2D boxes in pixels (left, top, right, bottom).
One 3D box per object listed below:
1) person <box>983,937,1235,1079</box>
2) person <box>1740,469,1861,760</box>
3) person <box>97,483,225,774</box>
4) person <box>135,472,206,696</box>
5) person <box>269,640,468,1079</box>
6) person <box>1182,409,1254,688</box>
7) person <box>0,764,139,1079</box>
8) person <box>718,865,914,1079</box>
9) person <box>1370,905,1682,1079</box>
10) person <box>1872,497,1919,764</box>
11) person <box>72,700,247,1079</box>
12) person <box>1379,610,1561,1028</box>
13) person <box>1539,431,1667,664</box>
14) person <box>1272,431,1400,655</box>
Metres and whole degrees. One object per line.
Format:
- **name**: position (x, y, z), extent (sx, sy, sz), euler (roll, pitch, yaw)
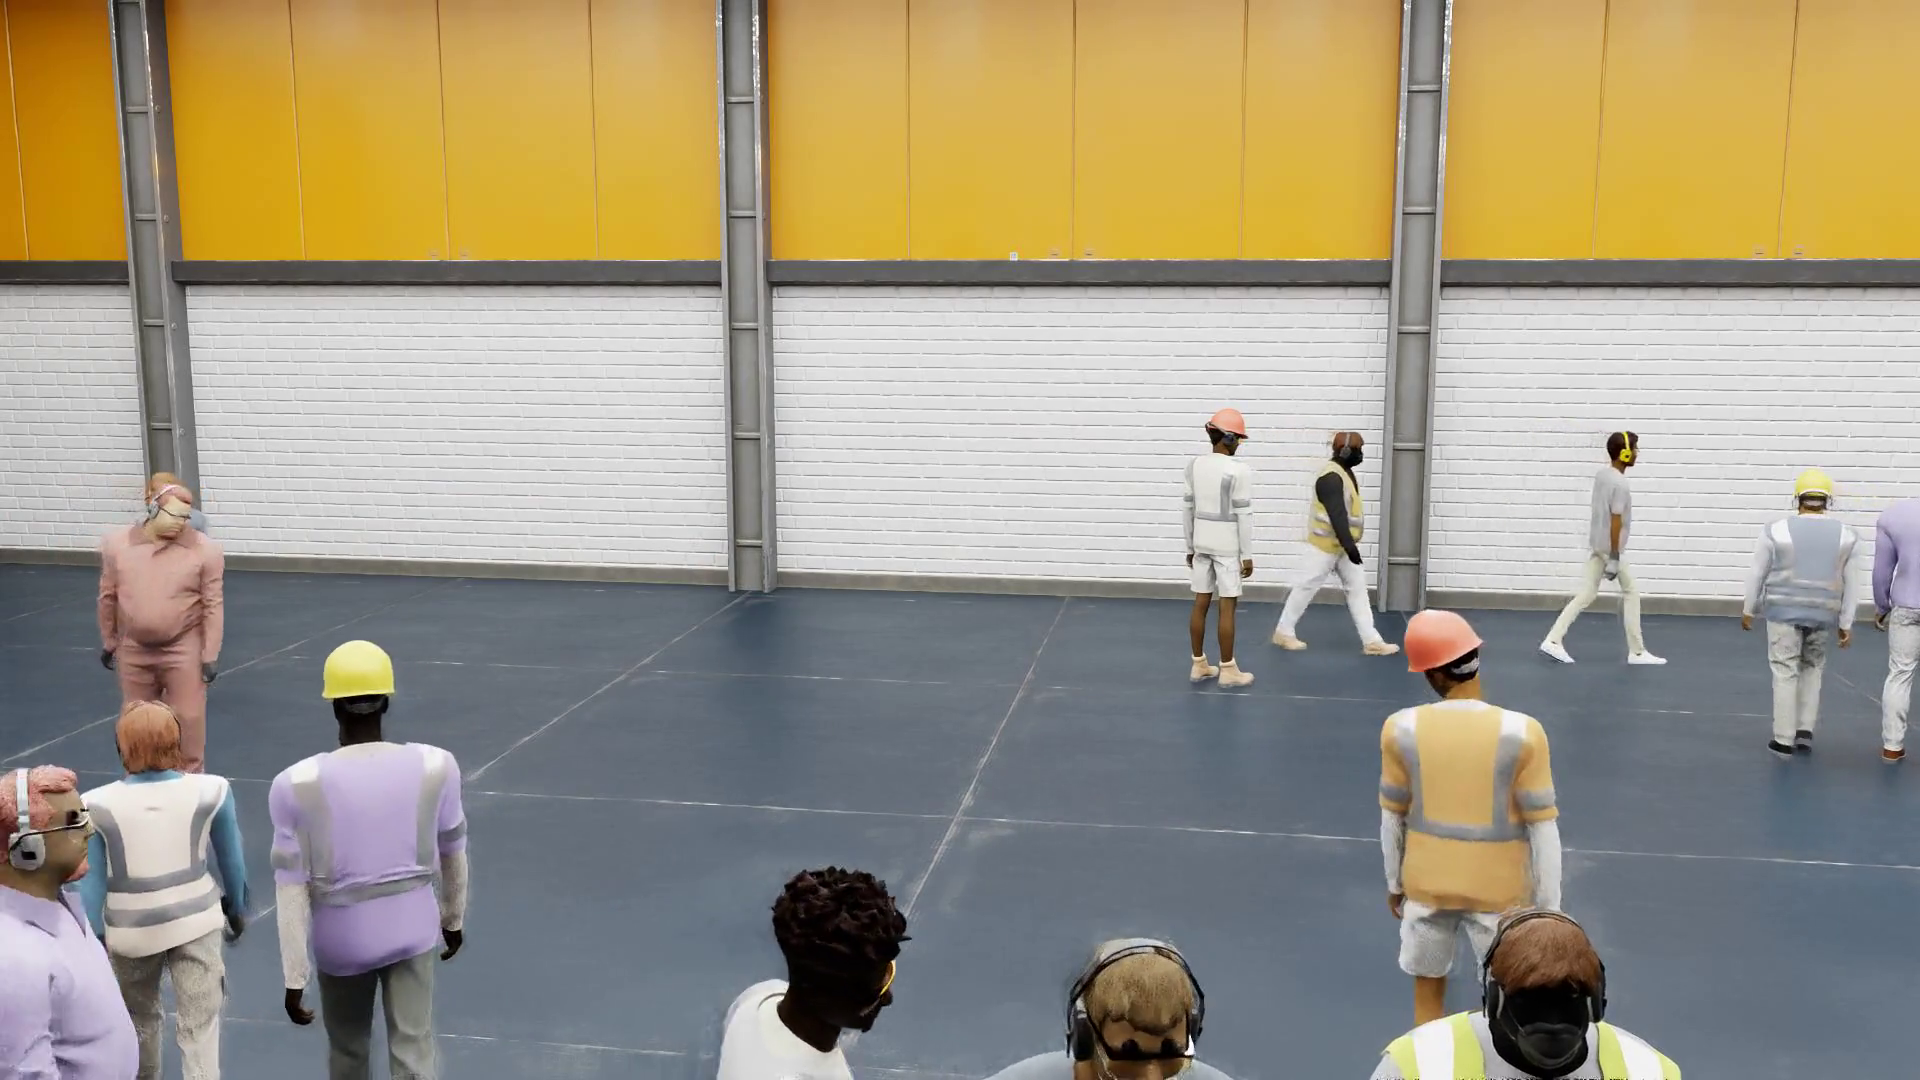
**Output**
- **person**: position (0.277, 1.618, 2.927), extent (0.641, 1.903, 0.816), euler (-1, 9, -9)
- **person**: position (5.235, 0.458, 10.404), extent (0.596, 1.803, 0.536), euler (1, 9, 9)
- **person**: position (-4.527, 0.605, 9.305), extent (0.804, 1.870, 0.428), euler (-1, 9, -4)
- **person**: position (-5.584, 0.321, 11.812), extent (0.497, 1.618, 0.339), euler (-9, 13, -43)
- **person**: position (-1.878, 1.244, 5.342), extent (0.610, 1.866, 1.010), euler (-5, 11, -29)
- **person**: position (1.909, 0.056, 12.178), extent (0.403, 2.033, 0.606), euler (-8, 12, -40)
- **person**: position (-2.263, 1.462, 4.023), extent (0.982, 1.867, 0.663), euler (-4, 10, -21)
- **person**: position (-0.286, 1.544, 3.309), extent (0.457, 1.932, 0.653), euler (-2, 10, -14)
- **person**: position (1.094, 1.598, 3.253), extent (0.625, 1.843, 0.430), euler (1, 9, 4)
- **person**: position (5.887, 0.439, 10.121), extent (0.379, 1.933, 0.629), euler (-9, 13, -43)
- **person**: position (-2.721, 1.327, 5.691), extent (0.541, 1.590, 0.875), euler (-5, 10, -28)
- **person**: position (1.769, 1.189, 5.629), extent (0.717, 1.893, 0.350), euler (5, 10, 27)
- **person**: position (4.951, 0.063, 12.787), extent (0.954, 1.829, 0.536), euler (-1, 9, -4)
- **person**: position (2.958, 0.028, 13.149), extent (0.999, 1.791, 0.627), euler (6, 11, 31)
